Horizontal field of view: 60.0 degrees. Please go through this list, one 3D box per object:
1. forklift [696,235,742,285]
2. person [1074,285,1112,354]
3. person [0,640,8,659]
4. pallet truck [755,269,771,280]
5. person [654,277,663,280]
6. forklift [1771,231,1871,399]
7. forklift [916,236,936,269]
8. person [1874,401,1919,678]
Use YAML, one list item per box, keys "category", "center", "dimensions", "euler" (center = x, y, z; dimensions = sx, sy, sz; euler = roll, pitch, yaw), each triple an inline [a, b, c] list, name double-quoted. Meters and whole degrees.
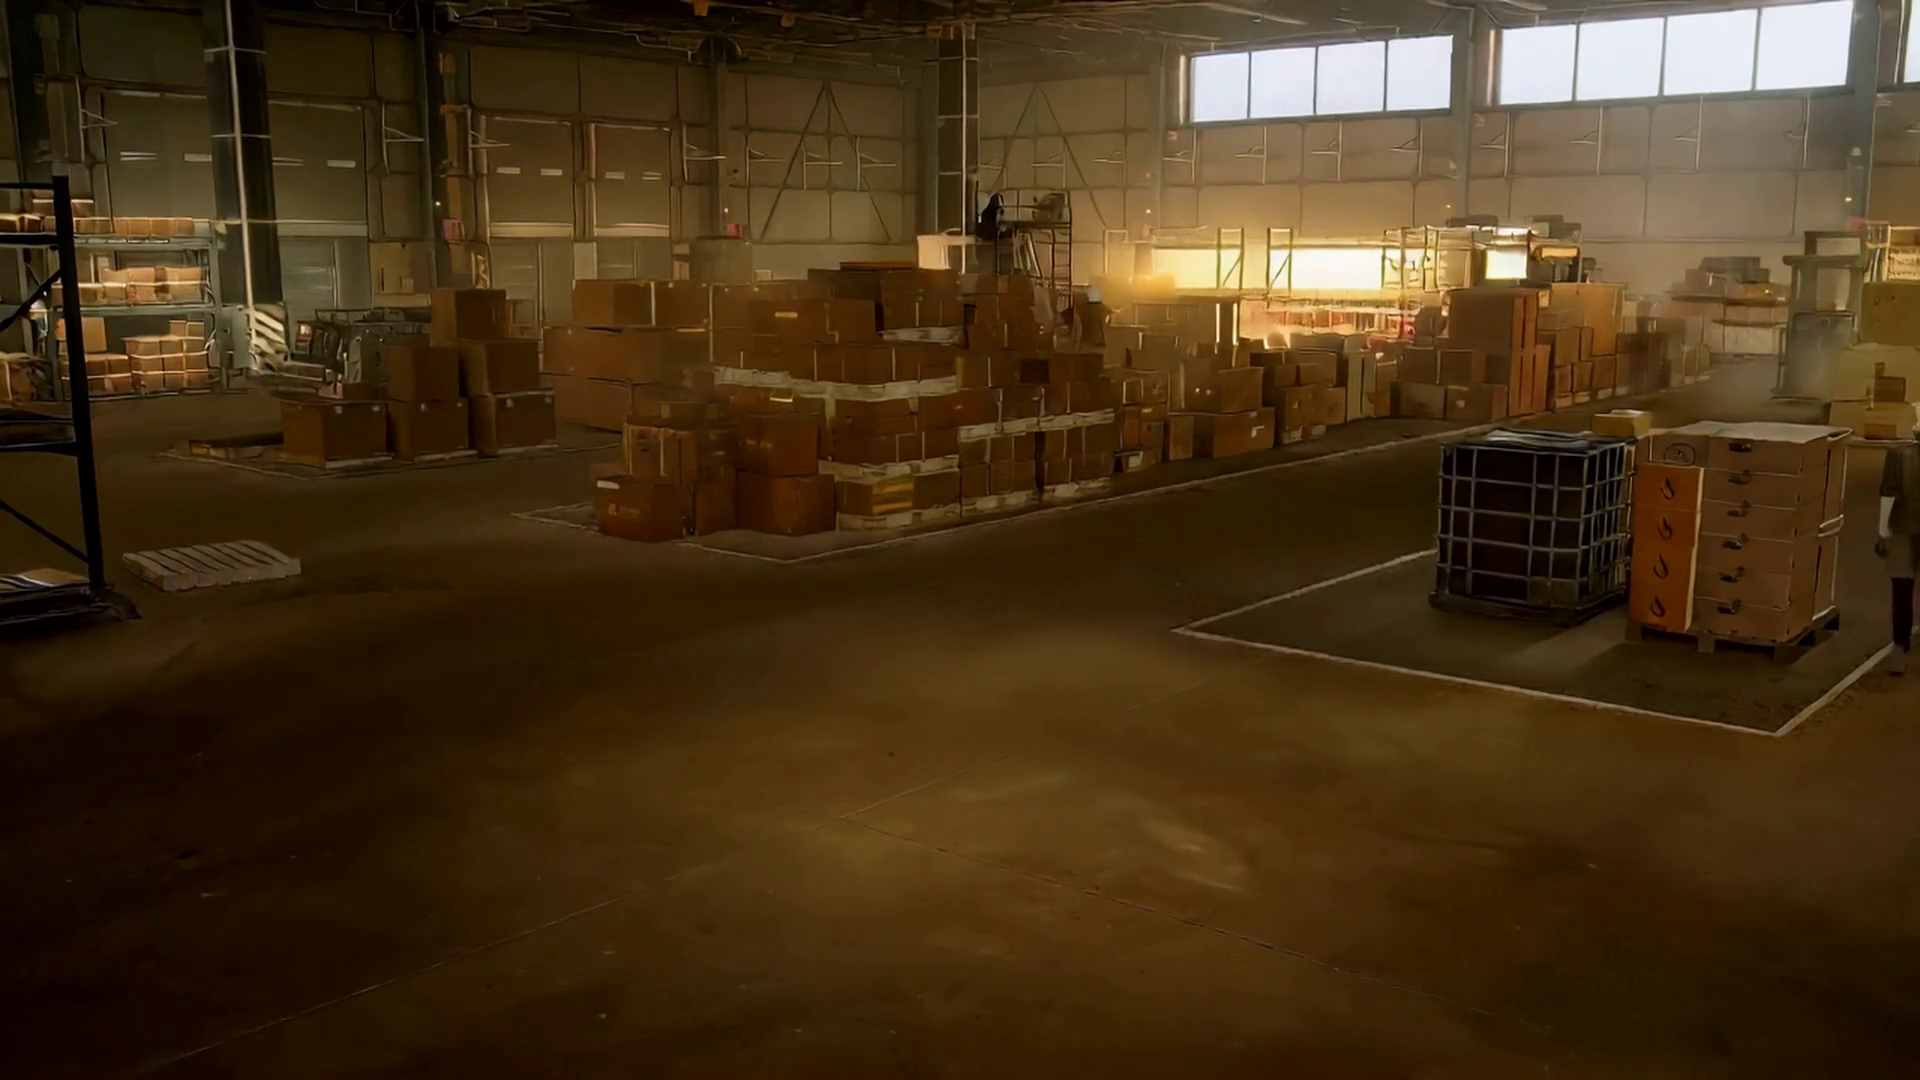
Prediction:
- category: "forklift"
  center: [-5.101, -5.116, 35.521]
  dimensions: [1.129, 2.768, 1.873]
  euler: [-7, 12, -36]
- category: "person"
  center: [2.171, -3.176, 27.158]
  dimensions: [0.631, 1.940, 0.372]
  euler: [1, 10, 7]
- category: "person"
  center: [-6.215, -0.138, 9.564]
  dimensions: [0.692, 2.000, 1.057]
  euler: [9, 13, 40]
- category: "pallet truck"
  center: [-4.996, -6.432, 45.525]
  dimensions: [1.885, 1.965, 0.823]
  euler: [-6, 12, -32]
- category: "person"
  center: [-6.508, -4.724, 36.009]
  dimensions: [0.639, 1.926, 0.367]
  euler: [-4, 11, -22]
- category: "forklift"
  center: [14.356, -3.696, 27.437]
  dimensions: [1.129, 2.768, 1.873]
  euler: [8, 13, 40]
- category: "forklift"
  center: [-0.744, -5.764, 39.211]
  dimensions: [1.873, 2.768, 1.129]
  euler: [2, 10, 12]
- category: "person"
  center: [5.789, -0.029, 9.975]
  dimensions: [0.543, 1.674, 0.625]
  euler: [8, 13, 40]
